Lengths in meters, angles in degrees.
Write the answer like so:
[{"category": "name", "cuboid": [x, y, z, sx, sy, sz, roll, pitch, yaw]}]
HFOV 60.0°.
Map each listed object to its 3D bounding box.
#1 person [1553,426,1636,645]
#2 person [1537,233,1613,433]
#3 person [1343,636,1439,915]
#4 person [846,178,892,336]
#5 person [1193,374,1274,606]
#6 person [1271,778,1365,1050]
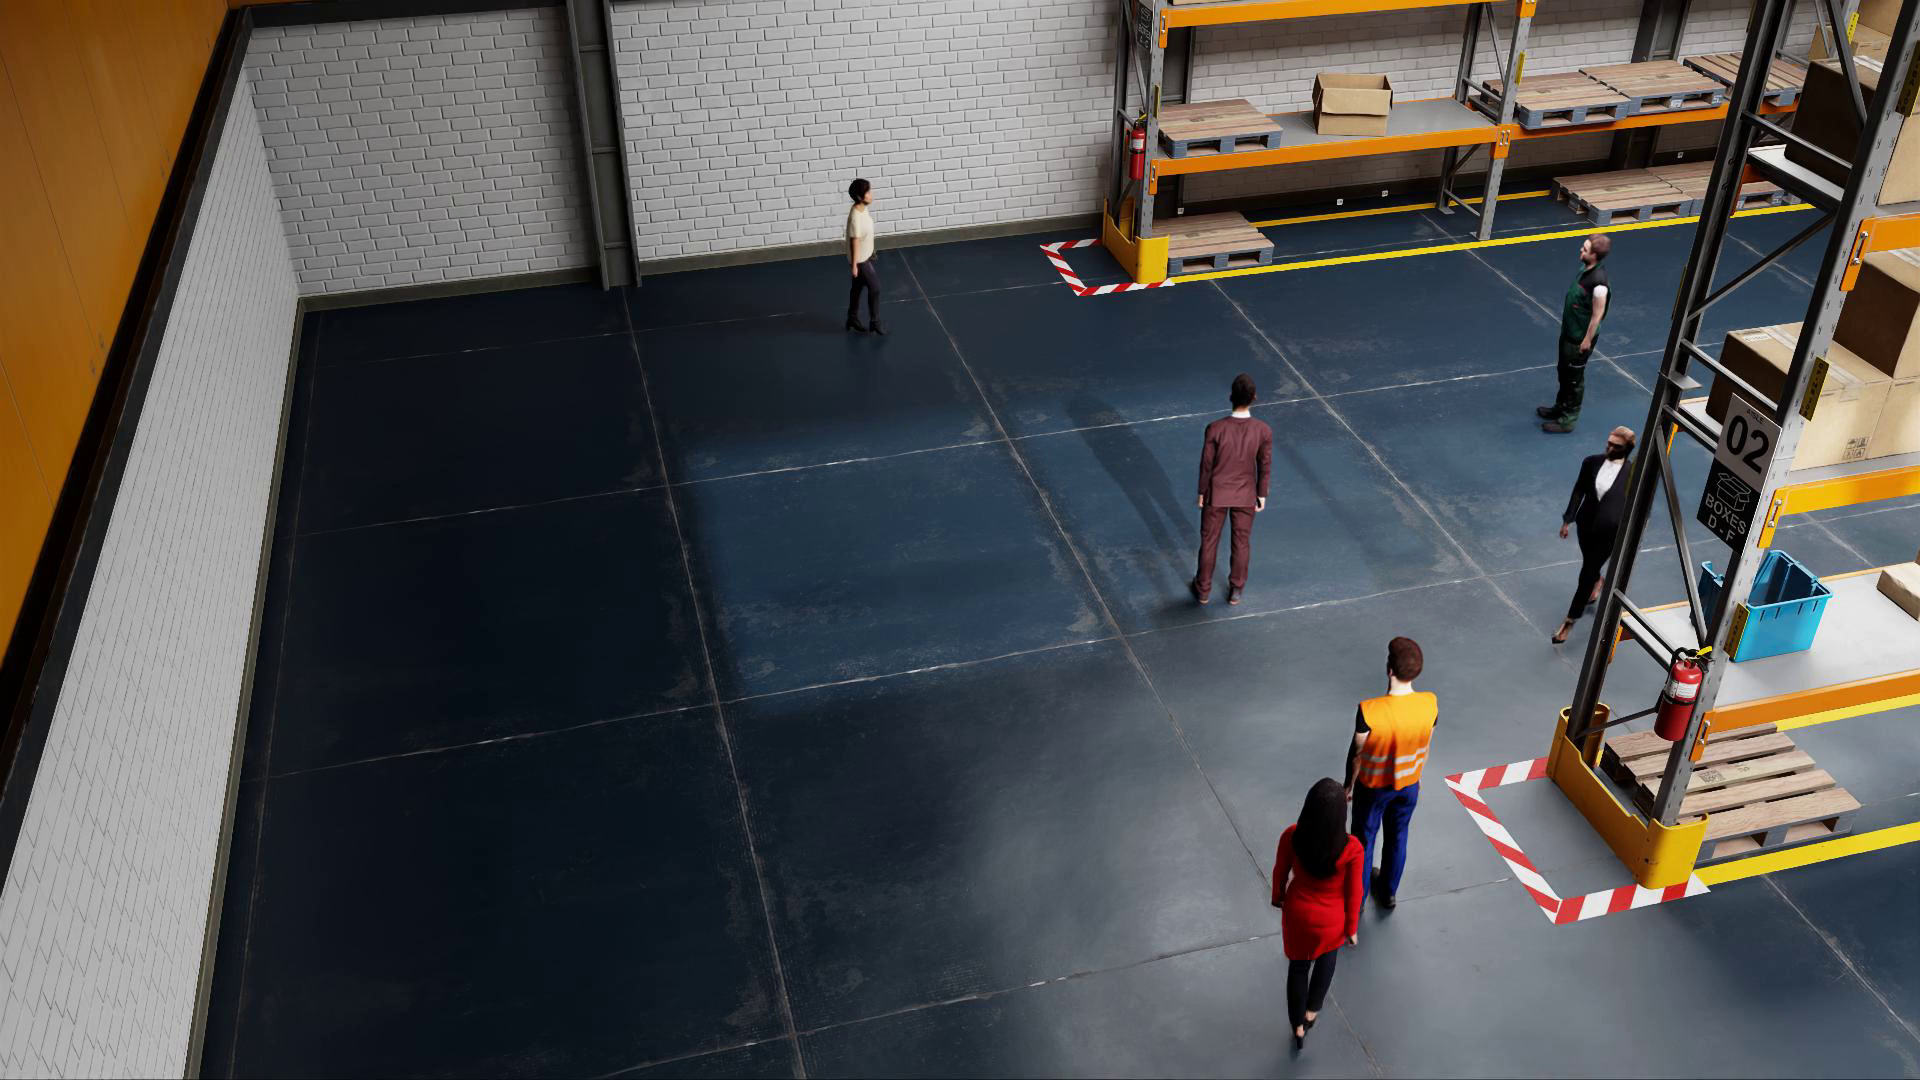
[{"category": "person", "cuboid": [4.639, -0.094, 12.001, 1.000, 1.666, 1.176, 28, 43, 35]}, {"category": "person", "cuboid": [5.364, -1.799, 14.408, 0.698, 1.841, 0.717, 4, 34, 6]}, {"category": "person", "cuboid": [2.468, 1.385, 9.580, 0.583, 1.882, 0.729, -5, 34, -8]}, {"category": "person", "cuboid": [-1.024, -2.713, 16.026, 0.784, 1.572, 0.721, 3, 34, 4]}, {"category": "person", "cuboid": [1.990, -0.347, 12.206, 0.624, 1.861, 0.794, 0, 34, 0]}, {"category": "person", "cuboid": [1.858, 2.044, 8.729, 0.718, 1.726, 0.810, 13, 36, 19]}]
